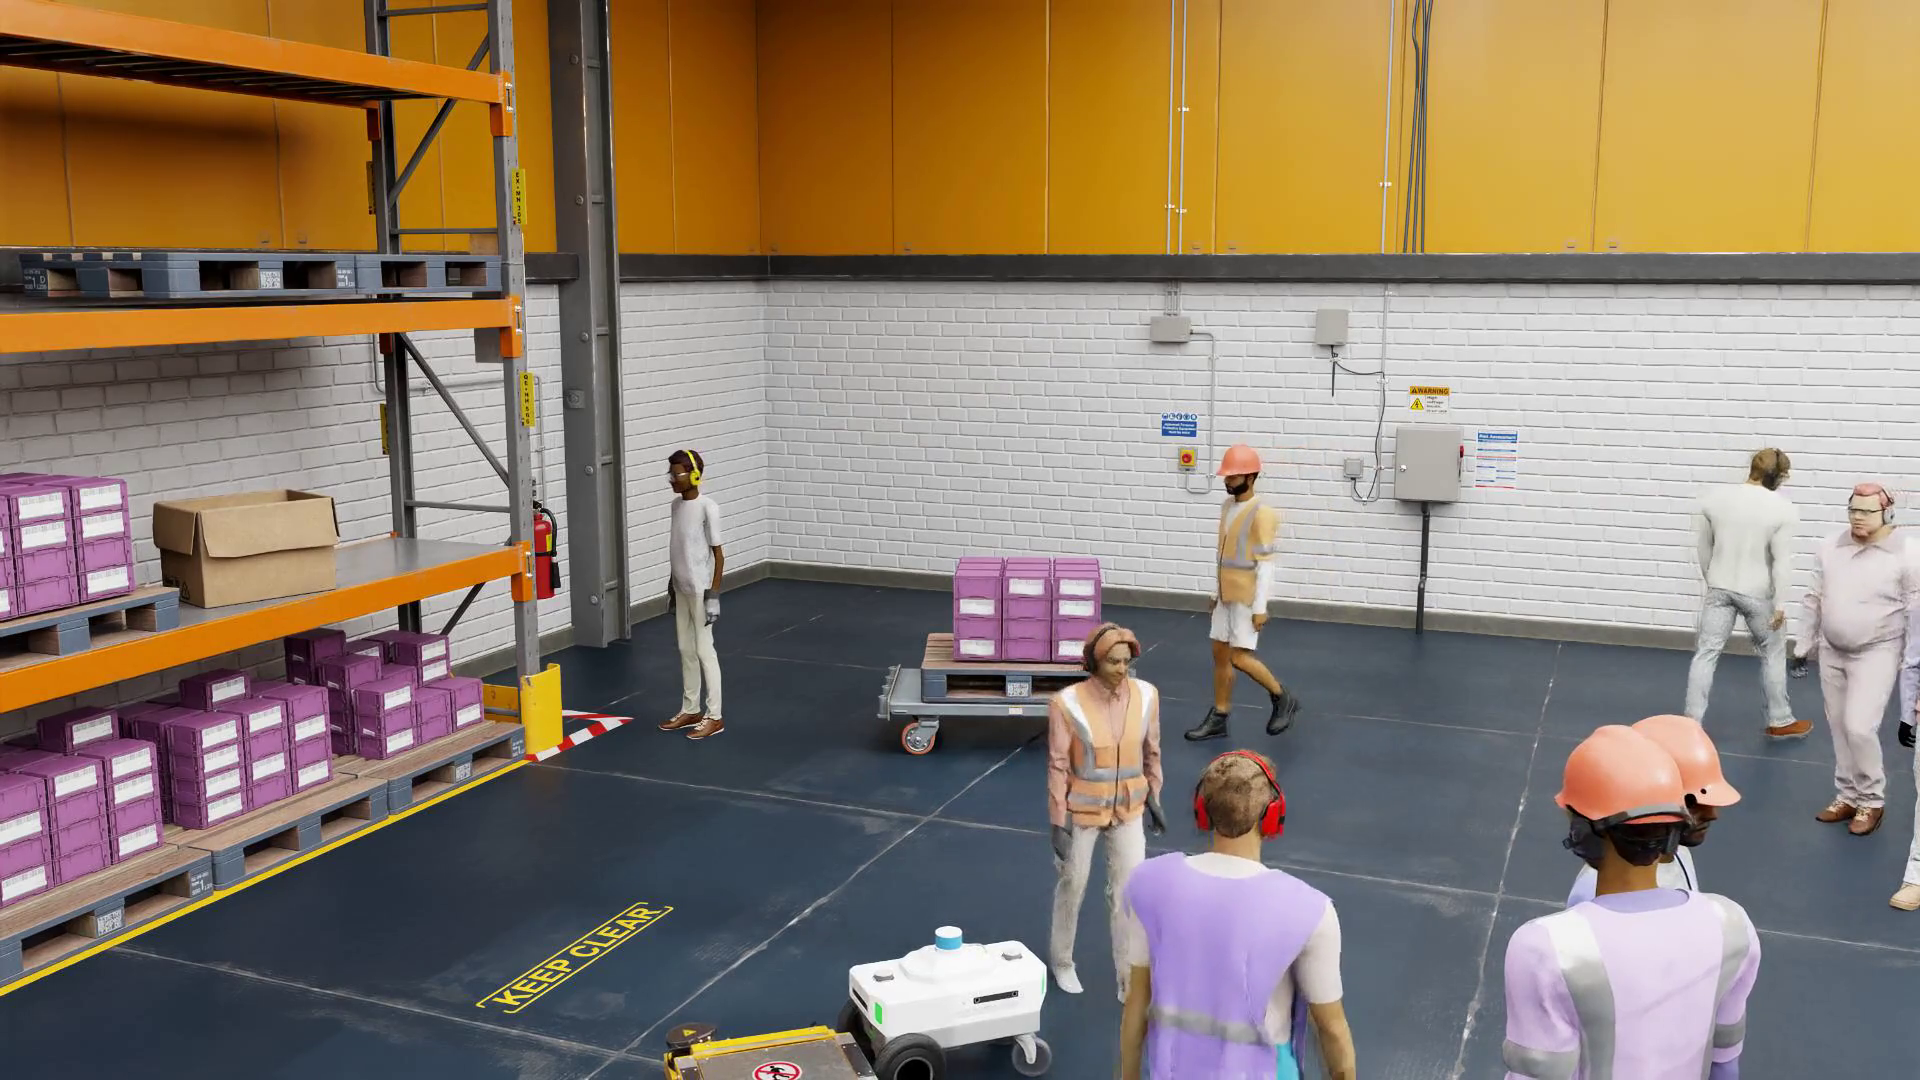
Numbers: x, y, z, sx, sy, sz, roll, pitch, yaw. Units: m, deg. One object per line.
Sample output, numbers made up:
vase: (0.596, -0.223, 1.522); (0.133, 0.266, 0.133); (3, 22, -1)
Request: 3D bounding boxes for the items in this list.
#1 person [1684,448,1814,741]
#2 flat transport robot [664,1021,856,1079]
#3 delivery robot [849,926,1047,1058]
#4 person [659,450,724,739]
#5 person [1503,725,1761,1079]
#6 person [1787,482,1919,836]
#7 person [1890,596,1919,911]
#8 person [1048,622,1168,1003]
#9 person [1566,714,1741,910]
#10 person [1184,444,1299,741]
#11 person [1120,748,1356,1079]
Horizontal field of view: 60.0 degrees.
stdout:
person: (5.018, 0.359, 10.613); (0.746, 1.892, 0.677); (-8, 12, -41)
flat transport robot: (-0.569, 1.985, 5.605); (0.652, 0.197, 1.431); (-3, 10, -18)
delivery robot: (-0.041, 1.693, 6.231); (0.707, 0.478, 0.477); (-4, 10, -21)
person: (-1.731, 0.345, 10.724); (0.314, 1.866, 0.537); (-9, 13, -43)
person: (1.430, 1.414, 3.714); (0.612, 2.041, 0.378); (-3, 10, -19)
person: (4.791, 0.627, 8.931); (0.515, 1.889, 0.656); (-4, 10, -23)
person: (4.666, 0.860, 7.675); (0.429, 1.841, 0.633); (-9, 13, -44)
person: (0.597, 1.123, 6.815); (0.544, 1.641, 0.461); (-3, 10, -20)
person: (1.726, 1.383, 4.213); (0.356, 1.938, 0.543); (8, 12, 38)
person: (1.788, 0.340, 10.574); (0.665, 1.922, 0.564); (-3, 10, -18)
person: (0.744, 1.434, 4.390); (0.608, 1.775, 1.023); (6, 11, 33)
